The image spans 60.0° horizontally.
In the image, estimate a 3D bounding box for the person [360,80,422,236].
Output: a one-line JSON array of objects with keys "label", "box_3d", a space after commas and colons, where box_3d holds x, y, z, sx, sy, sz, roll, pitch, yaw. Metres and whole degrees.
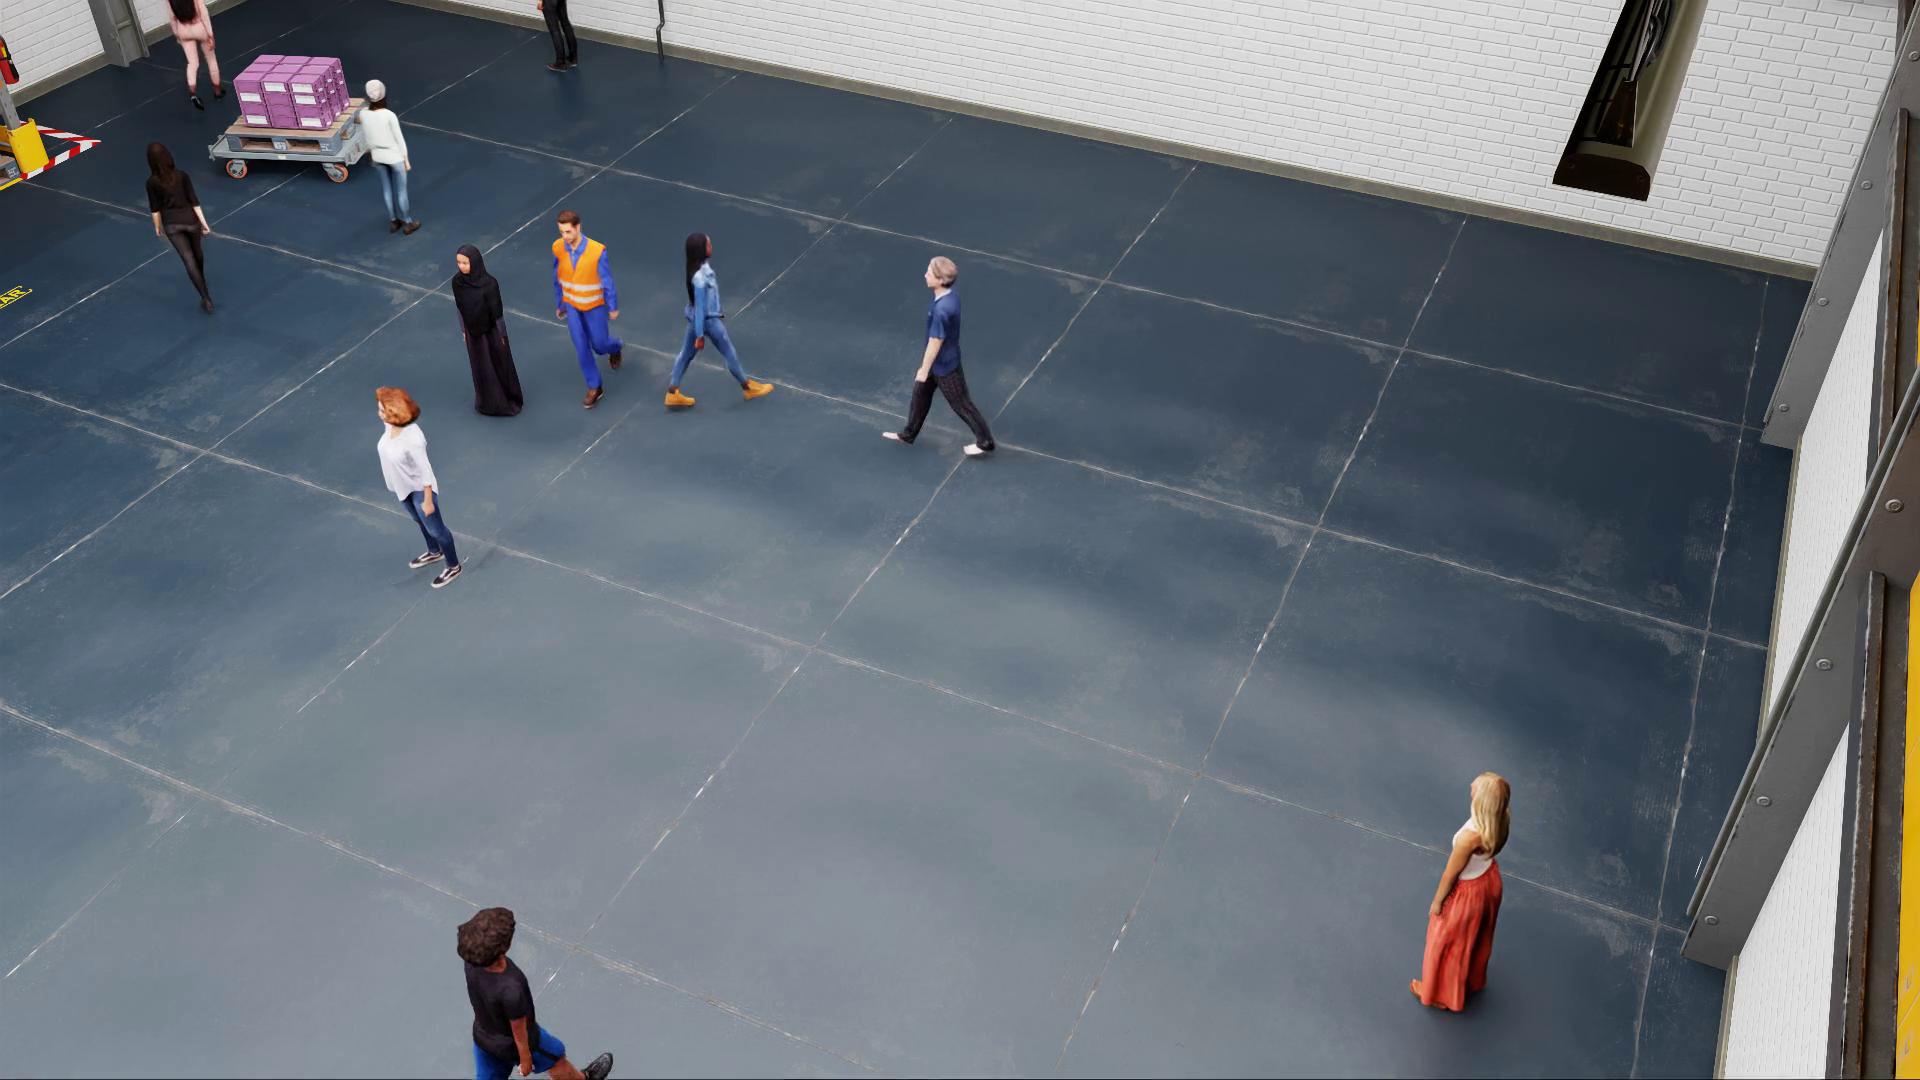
[{"label": "person", "box_3d": [-5.819, -3.898, 16.918, 0.616, 1.650, 0.590, 7, 39, 9]}]

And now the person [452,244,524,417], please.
[{"label": "person", "box_3d": [-4.093, -1.827, 14.351, 0.635, 1.617, 0.626, 10, 40, 12]}]

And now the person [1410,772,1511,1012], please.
[{"label": "person", "box_3d": [2.887, 1.993, 9.422, 0.653, 1.799, 0.769, -30, 47, -32]}]

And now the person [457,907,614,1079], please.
[{"label": "person", "box_3d": [-2.425, 2.627, 8.661, 0.771, 1.758, 1.095, 25, 45, 27]}]

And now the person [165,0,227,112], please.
[{"label": "person", "box_3d": [-8.892, -5.800, 19.263, 0.961, 1.696, 1.165, -2, 39, -3]}]

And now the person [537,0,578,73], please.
[{"label": "person", "box_3d": [-4.940, -6.604, 20.194, 0.737, 1.791, 0.521, 23, 44, 26]}]

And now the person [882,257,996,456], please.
[{"label": "person", "box_3d": [-0.044, -1.448, 13.716, 1.064, 1.817, 1.233, 1, 39, 1]}]

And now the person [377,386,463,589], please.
[{"label": "person", "box_3d": [-4.085, -0.430, 12.526, 0.715, 1.712, 0.727, -31, 48, -33]}]

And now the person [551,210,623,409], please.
[{"label": "person", "box_3d": [-3.226, -2.074, 14.482, 0.864, 1.840, 1.034, 5, 39, 6]}]

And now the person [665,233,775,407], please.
[{"label": "person", "box_3d": [-2.297, -1.837, 14.330, 1.188, 1.659, 1.183, -10, 40, -12]}]

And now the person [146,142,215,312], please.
[{"label": "person", "box_3d": [-7.342, -2.931, 15.745, 1.092, 1.603, 1.005, -23, 44, -26]}]
